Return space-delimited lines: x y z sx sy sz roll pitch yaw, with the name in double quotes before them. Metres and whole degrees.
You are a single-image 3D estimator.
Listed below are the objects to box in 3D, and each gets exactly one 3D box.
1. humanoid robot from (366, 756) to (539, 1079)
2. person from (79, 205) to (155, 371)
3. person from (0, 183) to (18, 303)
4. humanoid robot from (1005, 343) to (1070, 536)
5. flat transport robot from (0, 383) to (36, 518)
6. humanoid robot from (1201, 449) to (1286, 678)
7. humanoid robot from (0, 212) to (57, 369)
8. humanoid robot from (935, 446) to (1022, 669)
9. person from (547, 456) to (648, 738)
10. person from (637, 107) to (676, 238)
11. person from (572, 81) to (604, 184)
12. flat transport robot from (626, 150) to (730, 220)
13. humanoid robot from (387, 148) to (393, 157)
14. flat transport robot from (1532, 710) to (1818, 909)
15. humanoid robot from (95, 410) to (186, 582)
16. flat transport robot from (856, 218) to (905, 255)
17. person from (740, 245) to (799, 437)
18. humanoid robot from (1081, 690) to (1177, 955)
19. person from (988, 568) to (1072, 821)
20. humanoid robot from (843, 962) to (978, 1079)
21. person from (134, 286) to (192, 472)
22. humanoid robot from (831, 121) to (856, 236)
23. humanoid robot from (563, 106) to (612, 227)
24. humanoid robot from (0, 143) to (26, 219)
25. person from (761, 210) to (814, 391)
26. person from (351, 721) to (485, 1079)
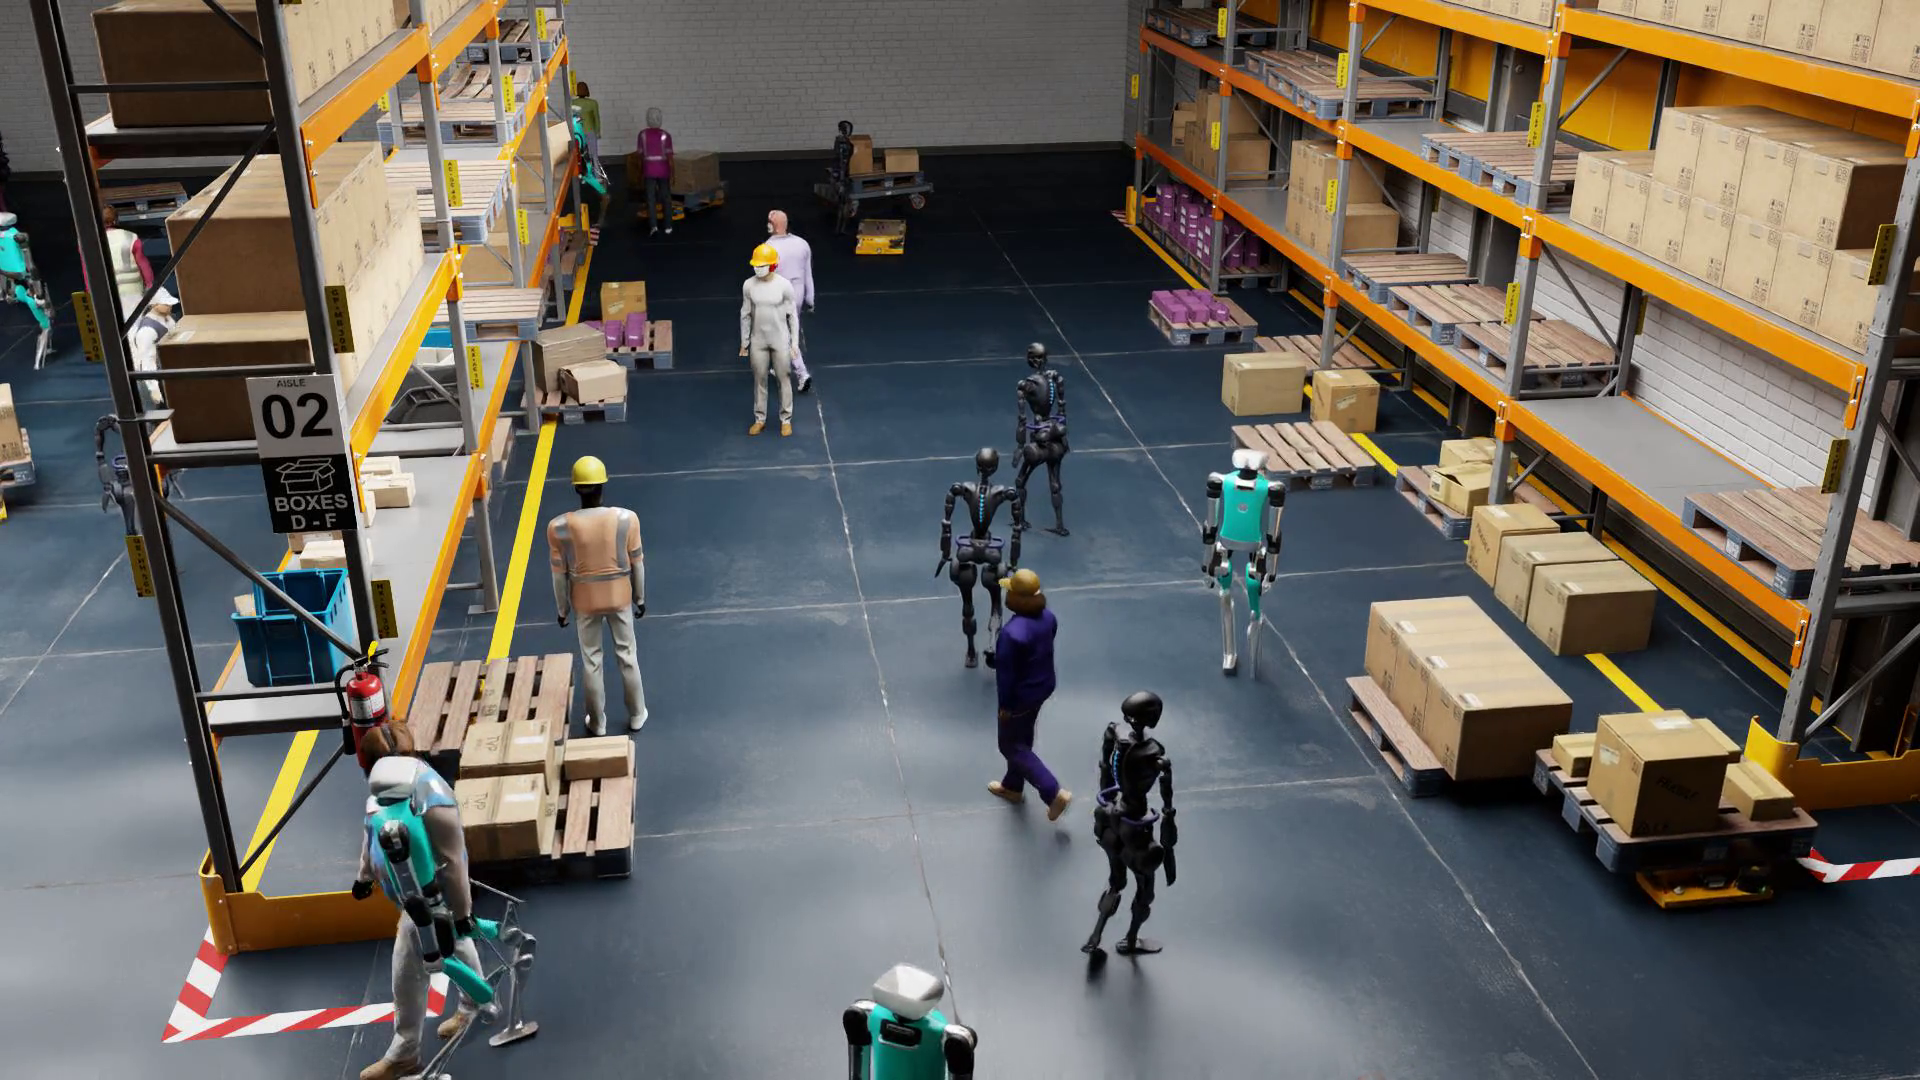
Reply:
"humanoid robot" -2.288 1.782 7.859 0.882 1.782 0.550 -7 25 -15
"person" -9.062 -2.744 18.038 0.651 1.791 0.959 -2 24 -5
"person" -11.905 -3.845 20.379 0.494 1.925 0.775 -11 26 -23
"humanoid robot" 0.680 -0.844 13.863 0.613 1.632 0.549 -21 31 -39
"flat transport robot" -8.833 -0.443 14.686 0.659 0.231 1.431 -13 27 -27
"humanoid robot" 1.966 0.180 11.560 0.539 1.881 0.731 7 25 15
"humanoid robot" -10.033 -2.720 18.101 0.574 1.804 0.796 7 25 16
"humanoid robot" 0.120 0.161 11.566 0.609 1.645 0.462 2 24 4
"person" -2.327 0.380 10.765 0.587 1.916 0.388 -6 24 -13
"person" -4.310 -5.224 23.629 0.535 1.823 0.612 -3 24 -8
"person" -6.093 -6.619 27.056 0.500 1.633 0.283 -1 24 -3
"flat transport robot" -4.238 -5.106 25.310 0.659 0.231 1.431 11 26 23
"humanoid robot" -7.250 -4.589 22.358 0.546 1.764 0.987 4 24 8
"flat transport robot" 4.110 1.677 9.857 0.659 0.231 1.431 -3 24 -7
"humanoid robot" -6.416 -0.466 13.007 0.601 1.642 0.341 -12 26 -25
"flat transport robot" -1.112 -4.276 23.419 0.659 0.231 1.431 0 24 0
"person" -1.835 -1.920 16.034 0.584 1.892 0.368 3 24 7
"humanoid robot" 0.858 1.486 8.566 0.490 1.637 0.595 -16 29 -33
"person" 0.434 0.925 9.901 0.625 1.601 0.461 17 29 33
"humanoid robot" -0.310 2.522 6.158 0.551 1.732 0.989 10 26 22
"person" -7.165 -1.467 15.182 0.567 1.739 0.776 4 24 9
"humanoid robot" -1.678 -5.138 23.647 0.367 1.646 0.610 2 24 5
"humanoid robot" -5.311 -5.352 24.147 0.767 1.853 0.547 3 24 8
"humanoid robot" -14.227 -5.512 24.507 0.444 1.642 0.595 -1 24 -2
"person" -1.803 -2.499 17.393 0.653 1.868 0.937 -17 29 -34
"person" -2.668 1.694 7.893 0.830 1.809 0.633 -16 28 -32
